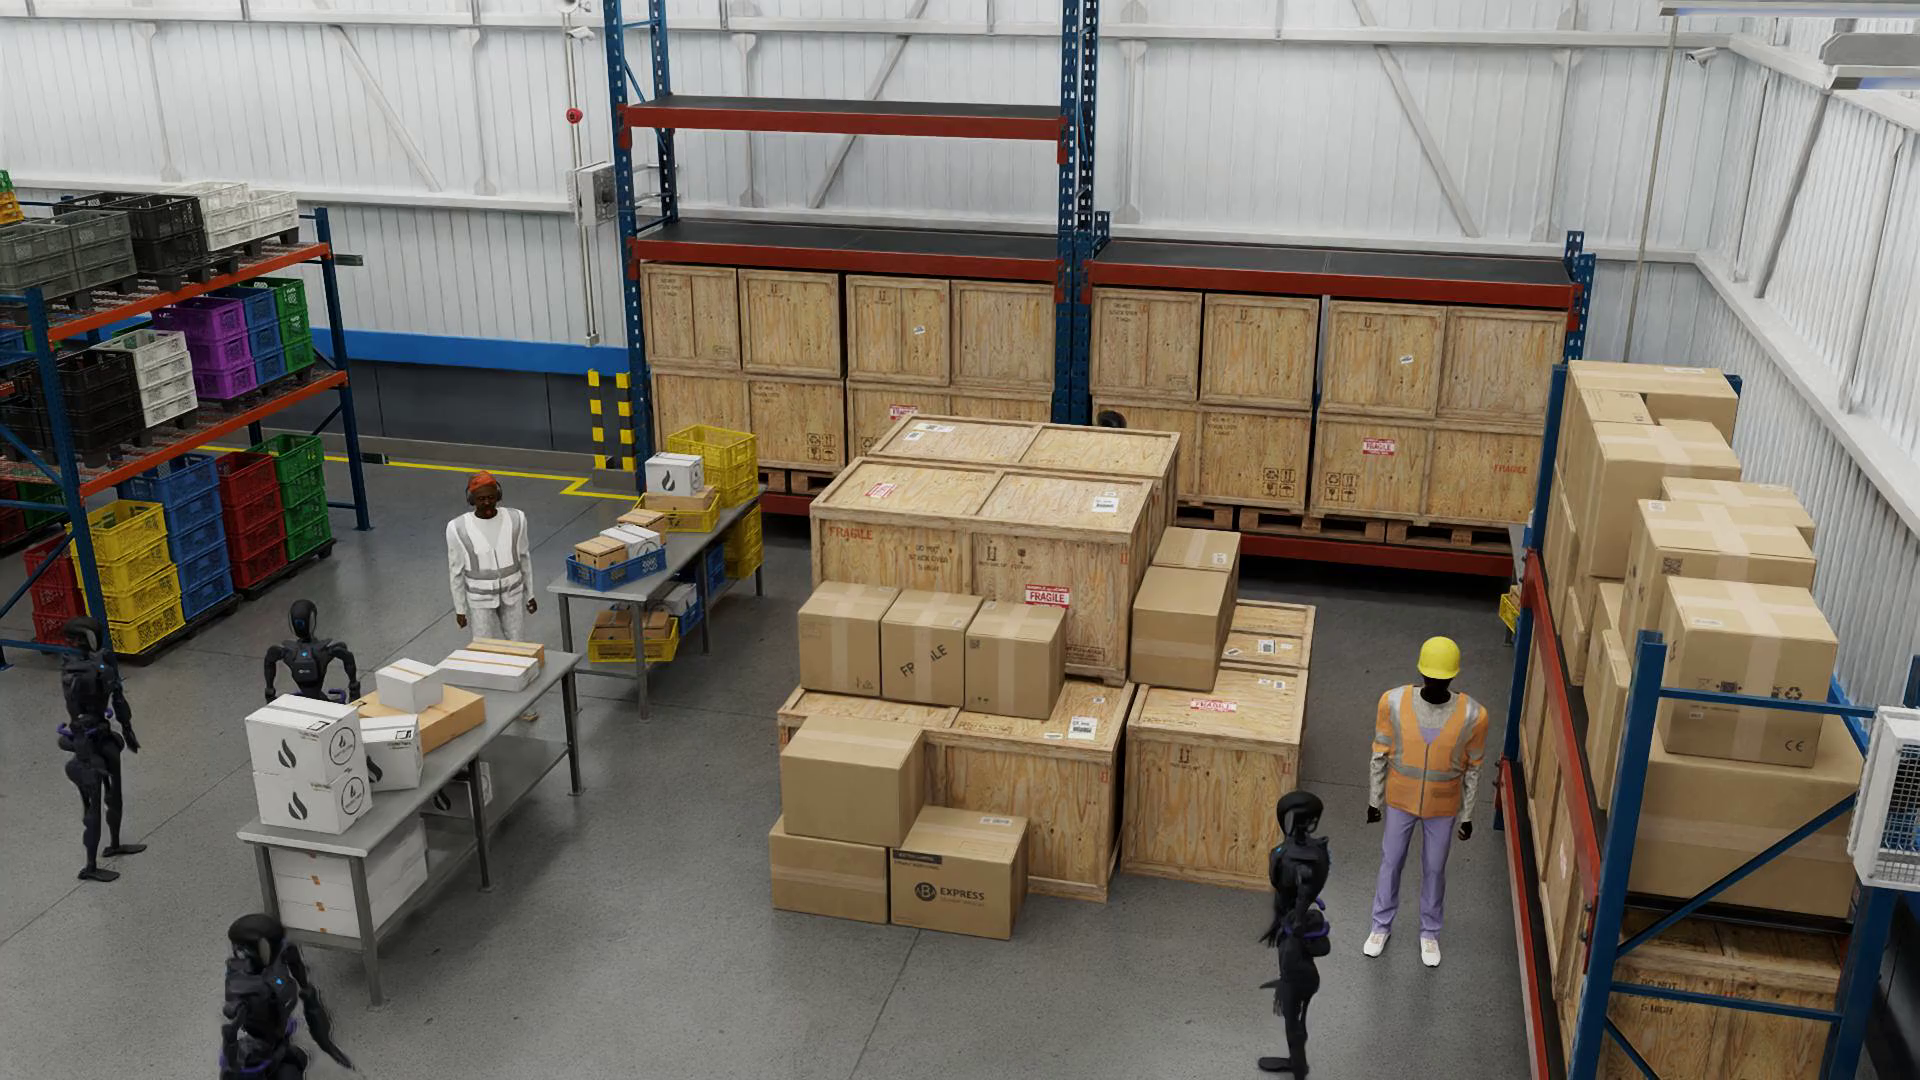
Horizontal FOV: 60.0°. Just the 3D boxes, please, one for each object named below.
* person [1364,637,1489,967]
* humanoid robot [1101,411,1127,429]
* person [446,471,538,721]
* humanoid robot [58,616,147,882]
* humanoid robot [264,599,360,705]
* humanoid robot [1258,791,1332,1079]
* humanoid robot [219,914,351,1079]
[{"bbox_3d":[2.511,1.410,9.030,0.586,1.930,0.361,6,22,16],"label":"person"},{"bbox_3d":[1.212,-0.273,13.784,0.404,1.647,0.567,6,22,16],"label":"humanoid robot"},{"bbox_3d":[-3.267,0.419,11.687,0.583,1.882,0.345,-13,24,-30],"label":"person"},{"bbox_3d":[-5.132,1.218,9.894,0.369,1.648,0.599,1,21,2],"label":"humanoid robot"},{"bbox_3d":[-3.891,1.137,10.074,0.585,1.660,0.331,-4,21,-11],"label":"humanoid robot"},{"bbox_3d":[1.583,1.948,7.965,0.341,1.652,0.601,1,21,4],"label":"humanoid robot"},{"bbox_3d":[-2.890,2.292,7.067,0.403,1.648,0.646,2,21,6],"label":"humanoid robot"}]
